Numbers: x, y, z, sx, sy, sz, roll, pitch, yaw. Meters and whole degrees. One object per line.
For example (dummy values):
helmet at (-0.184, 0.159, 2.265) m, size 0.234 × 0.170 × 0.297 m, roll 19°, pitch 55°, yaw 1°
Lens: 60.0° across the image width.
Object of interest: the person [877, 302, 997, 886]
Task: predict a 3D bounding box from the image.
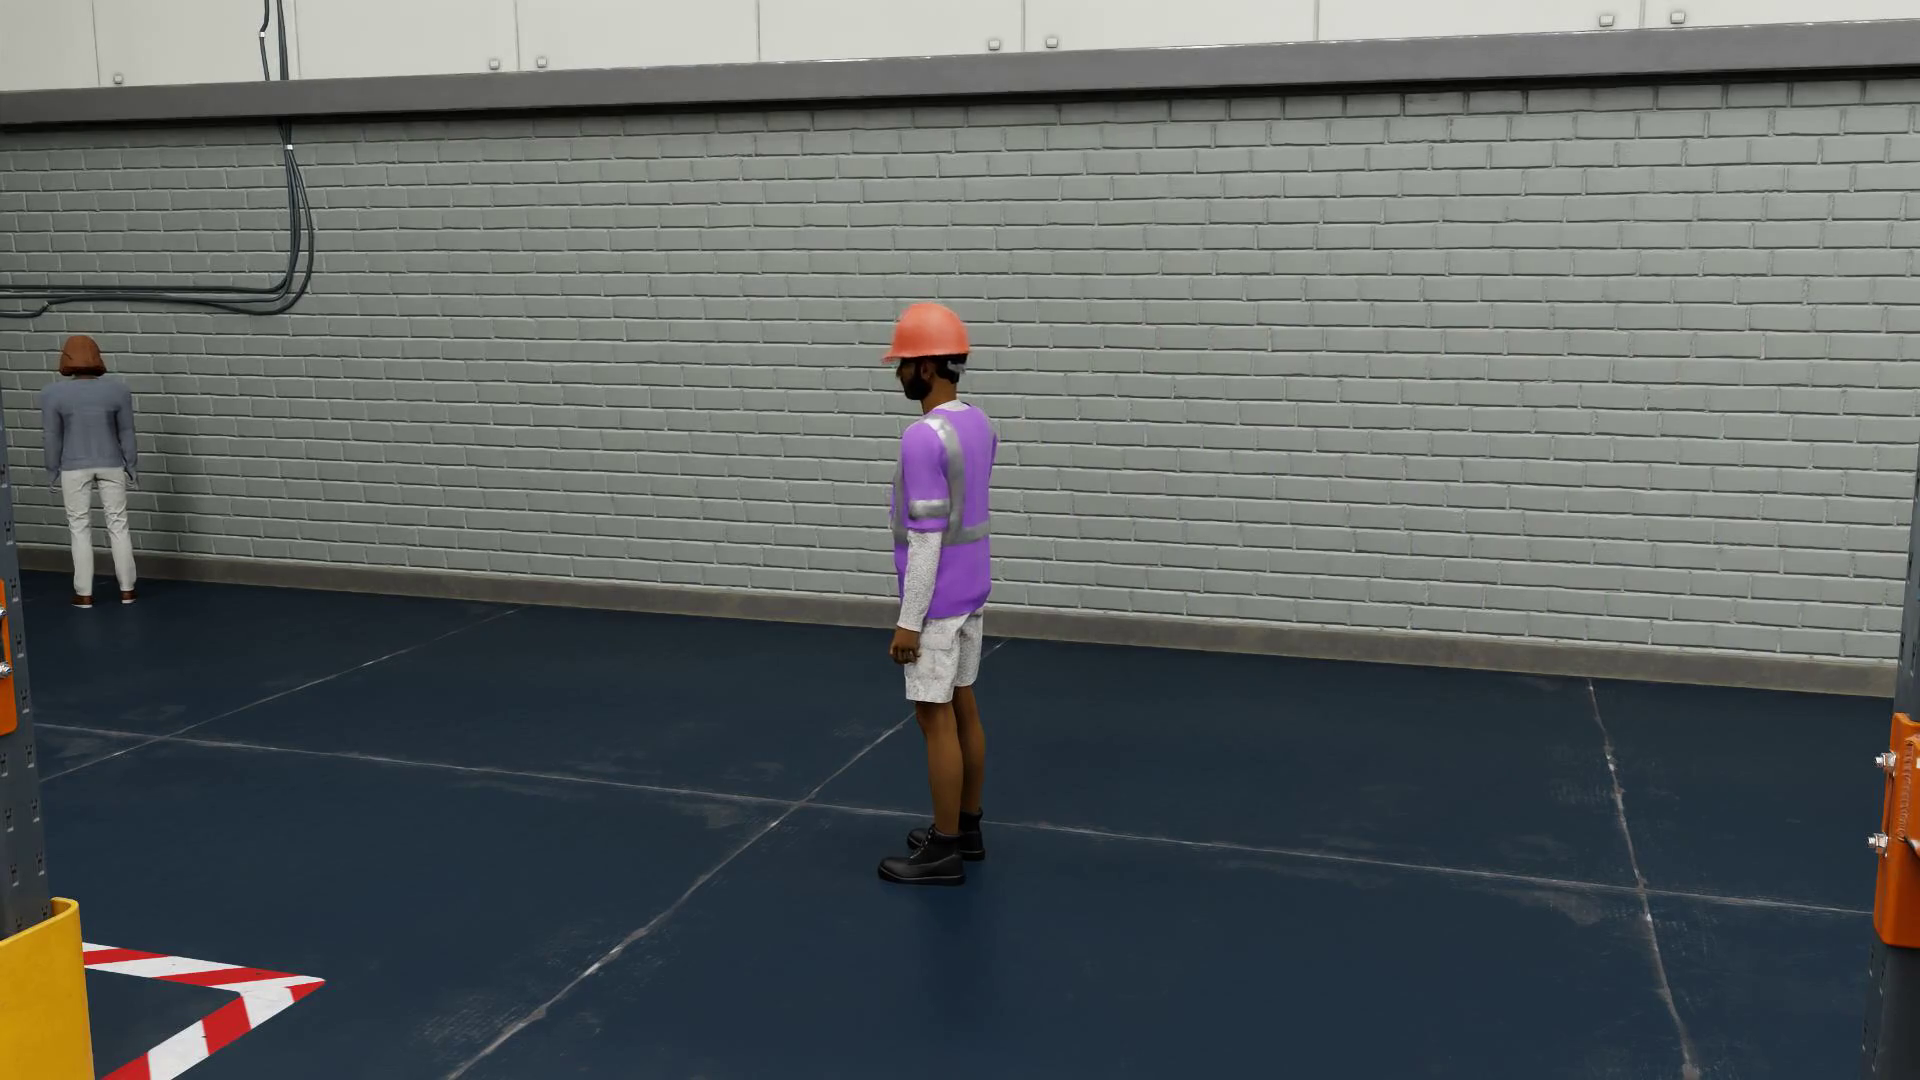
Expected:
person at (-0.084, 0.184, 5.549) m, size 0.355 × 1.938 × 0.544 m, roll 3°, pitch 10°, yaw 20°

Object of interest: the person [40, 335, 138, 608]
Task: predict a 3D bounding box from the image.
person at (-5.211, -0.409, 9.986) m, size 0.508 × 1.631 × 0.269 m, roll -7°, pitch 12°, yaw -35°
